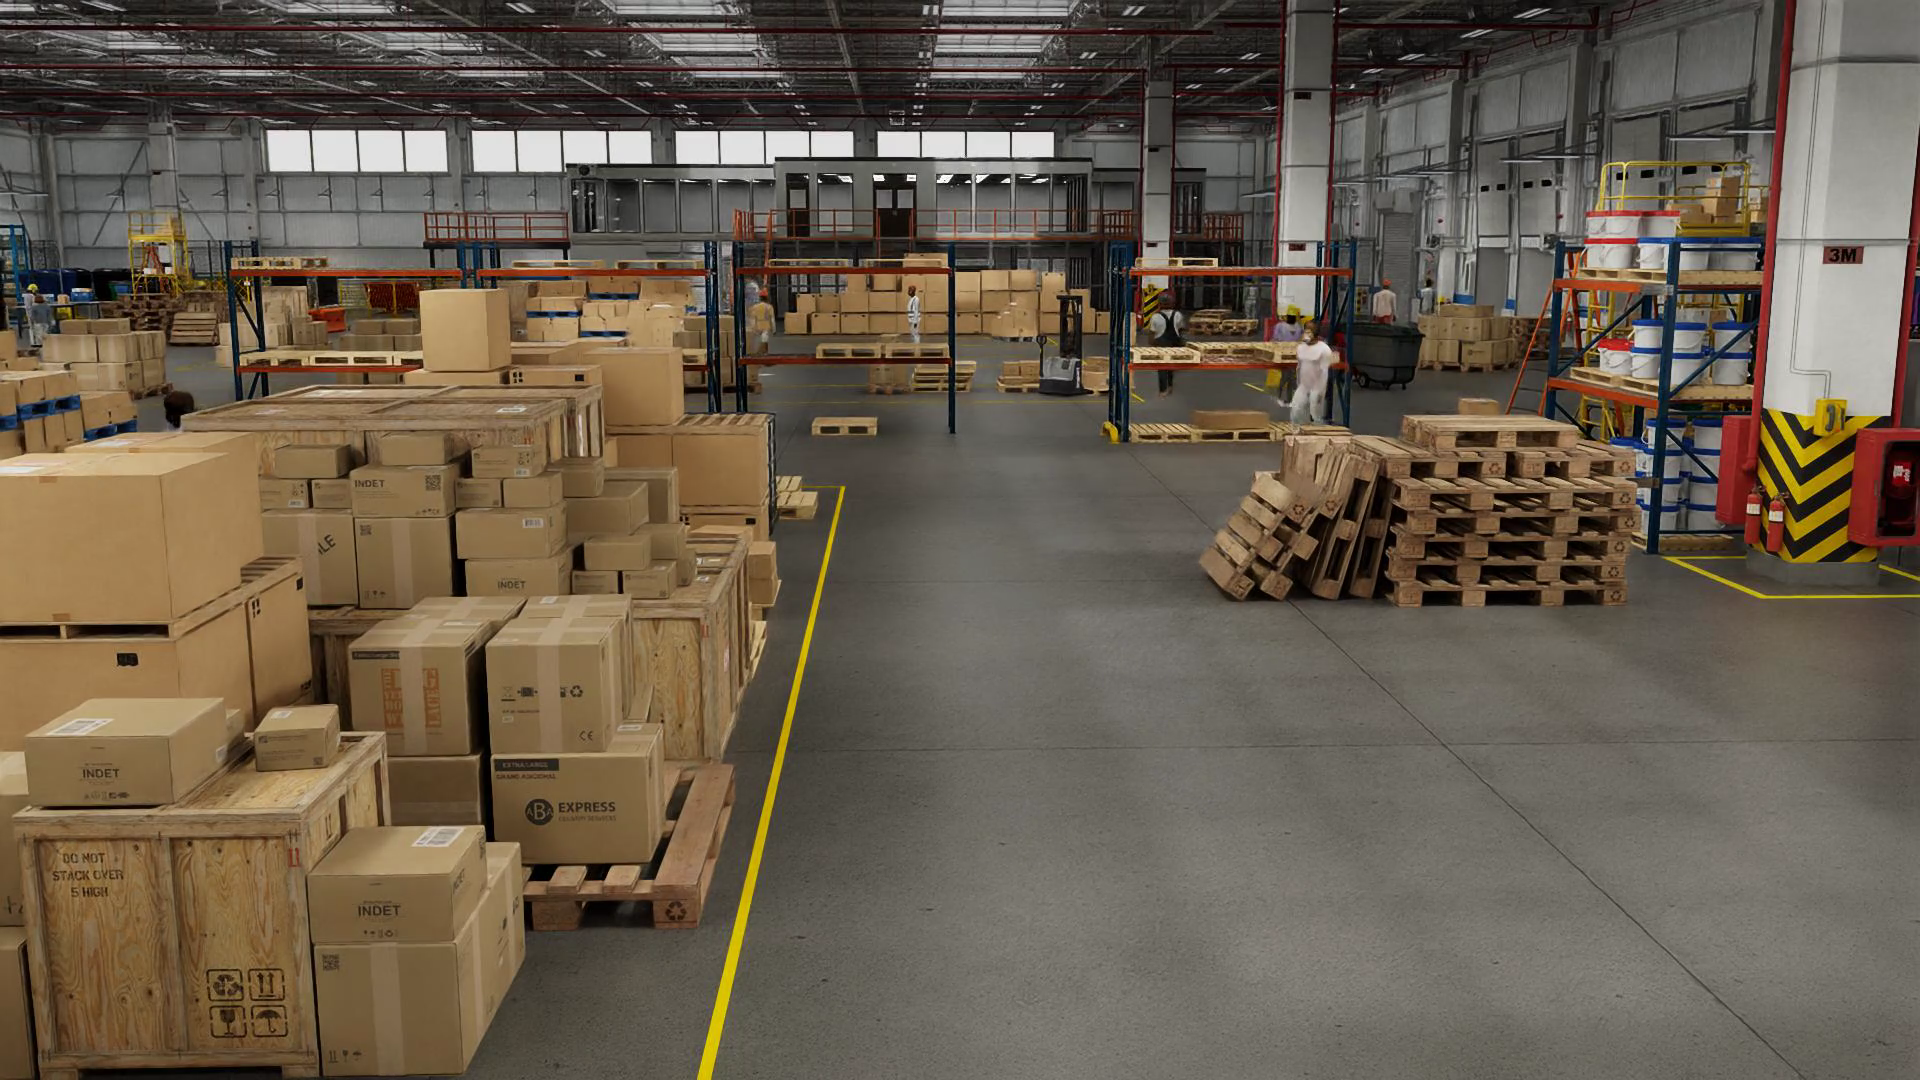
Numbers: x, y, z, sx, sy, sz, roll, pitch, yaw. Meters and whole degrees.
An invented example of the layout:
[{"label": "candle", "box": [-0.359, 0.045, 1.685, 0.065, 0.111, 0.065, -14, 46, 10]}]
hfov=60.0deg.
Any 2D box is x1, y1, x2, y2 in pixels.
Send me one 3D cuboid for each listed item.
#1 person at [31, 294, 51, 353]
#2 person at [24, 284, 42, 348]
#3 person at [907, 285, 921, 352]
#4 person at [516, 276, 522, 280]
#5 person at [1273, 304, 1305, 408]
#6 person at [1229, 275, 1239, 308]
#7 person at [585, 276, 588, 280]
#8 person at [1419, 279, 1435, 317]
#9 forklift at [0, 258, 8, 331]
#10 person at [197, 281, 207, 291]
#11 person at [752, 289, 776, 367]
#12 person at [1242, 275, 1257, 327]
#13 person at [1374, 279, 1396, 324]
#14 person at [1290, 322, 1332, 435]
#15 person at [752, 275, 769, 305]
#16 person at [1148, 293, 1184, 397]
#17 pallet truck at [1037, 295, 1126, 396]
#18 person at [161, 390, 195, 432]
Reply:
[{"label": "person", "box": [-25.011, -5.896, 45.333, 0.536, 1.622, 0.499, 9, 13, 40]}, {"label": "person", "box": [-26.436, -6.397, 47.543, 0.602, 1.828, 0.404, 6, 12, 30]}, {"label": "person", "box": [-1.229, -5.828, 44.275, 0.353, 1.873, 0.573, -3, 11, -18]}, {"label": "person", "box": [-15.058, -8.102, 57.008, 0.896, 1.845, 0.591, 6, 12, 30]}, {"label": "person", "box": [6.030, -3.352, 30.371, 0.582, 1.903, 0.453, -3, 11, -17]}, {"label": "person", "box": [12.422, -11.324, 75.013, 0.667, 1.821, 0.614, -7, 13, -35]}, {"label": "person", "box": [-12.713, -8.208, 57.428, 0.766, 1.918, 0.549, 10, 14, 43]}, {"label": "person", "box": [14.975, -7.458, 53.395, 0.550, 1.851, 0.439, -2, 10, -10]}, {"label": "forklift", "box": [-12.349, -2.166, 21.049, 1.873, 2.768, 1.129, 0, 10, -2]}, {"label": "person", "box": [-25.603, -7.887, 56.181, 0.490, 1.712, 0.843, 1, 10, 4]}, {"label": "person", "box": [-4.788, -5.104, 40.169, 0.558, 1.899, 0.942, 5, 11, 27]}, {"label": "person", "box": [9.786, -8.020, 56.258, 0.615, 1.945, 0.406, -7, 13, -36]}, {"label": "person", "box": [12.190, -6.499, 47.743, 0.628, 1.968, 0.850, 4, 11, 19]}, {"label": "person", "box": [4.839, -2.070, 23.219, 0.743, 1.916, 0.632, -8, 13, -39]}, {"label": "person", "box": [-6.862, -8.226, 57.622, 0.987, 1.862, 0.618, 8, 13, 39]}, {"label": "person", "box": [3.976, -3.827, 32.638, 0.698, 2.000, 0.657, -3, 11, -17]}, {"label": "pallet truck", "box": [2.483, -3.881, 33.060, 1.885, 1.965, 0.823, -7, 13, -36]}, {"label": "person", "box": [-6.466, -0.359, 13.965, 0.642, 1.815, 0.842, 6, 12, 31]}]
